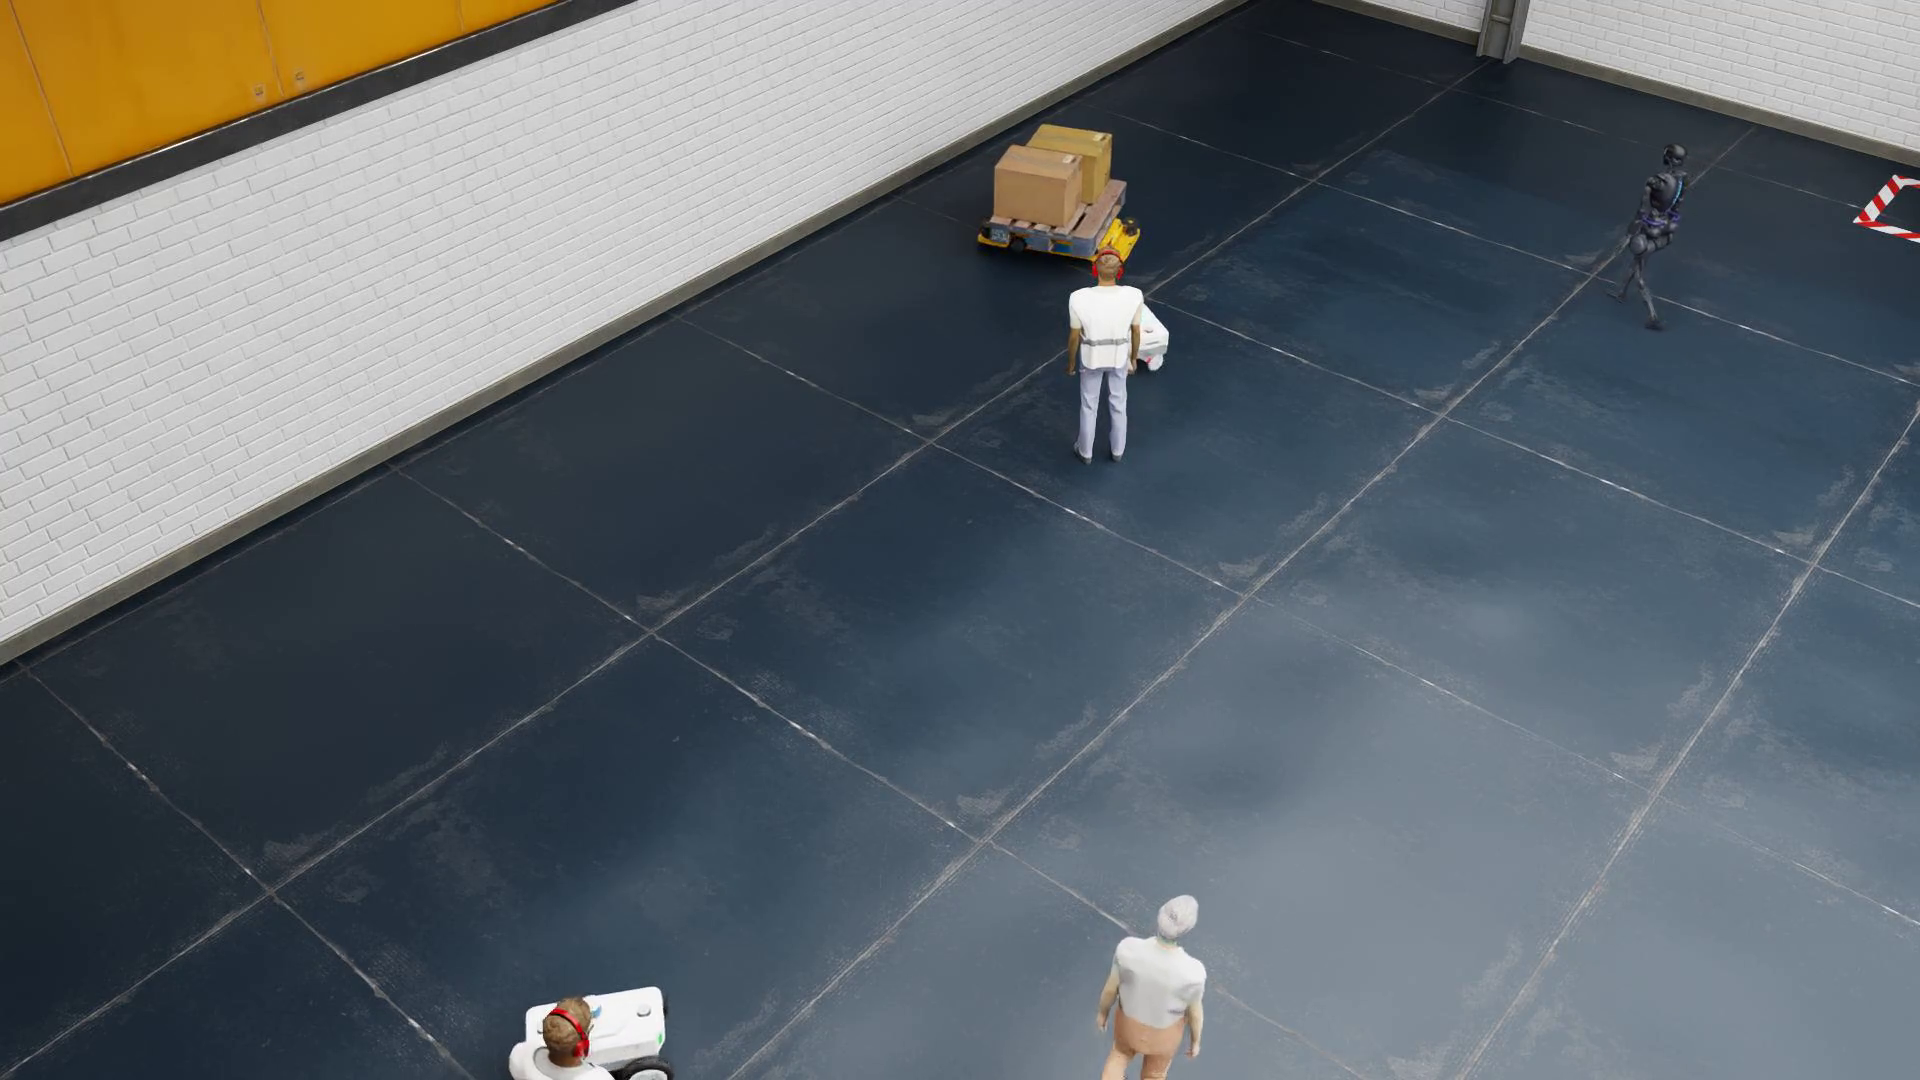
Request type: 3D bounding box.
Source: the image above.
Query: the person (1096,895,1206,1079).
[{"bbox_3d":[0.916,2.402,8.151,0.518,1.713,0.484,17,42,20],"label":"person"}]

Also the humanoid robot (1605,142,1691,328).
[{"bbox_3d":[6.081,-2.673,14.532,0.611,1.652,0.762,-19,42,-22],"label":"humanoid robot"}]

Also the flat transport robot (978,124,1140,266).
[{"bbox_3d":[0.950,-2.955,15.955,1.431,0.231,0.659,13,41,15],"label":"flat transport robot"}]

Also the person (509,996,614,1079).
[{"bbox_3d":[-1.720,2.759,7.619,0.564,1.832,0.411,15,41,18],"label":"person"}]

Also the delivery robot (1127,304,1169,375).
[{"bbox_3d":[1.485,-1.806,14.313,0.511,0.611,0.782,-13,41,-15],"label":"delivery robot"}]

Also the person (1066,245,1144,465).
[{"bbox_3d":[1.094,-1.378,12.739,0.563,1.846,0.397,-2,39,-2],"label":"person"}]

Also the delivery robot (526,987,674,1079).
[{"bbox_3d":[-1.891,2.634,8.804,0.811,0.613,0.499,-7,39,-9],"label":"delivery robot"}]
